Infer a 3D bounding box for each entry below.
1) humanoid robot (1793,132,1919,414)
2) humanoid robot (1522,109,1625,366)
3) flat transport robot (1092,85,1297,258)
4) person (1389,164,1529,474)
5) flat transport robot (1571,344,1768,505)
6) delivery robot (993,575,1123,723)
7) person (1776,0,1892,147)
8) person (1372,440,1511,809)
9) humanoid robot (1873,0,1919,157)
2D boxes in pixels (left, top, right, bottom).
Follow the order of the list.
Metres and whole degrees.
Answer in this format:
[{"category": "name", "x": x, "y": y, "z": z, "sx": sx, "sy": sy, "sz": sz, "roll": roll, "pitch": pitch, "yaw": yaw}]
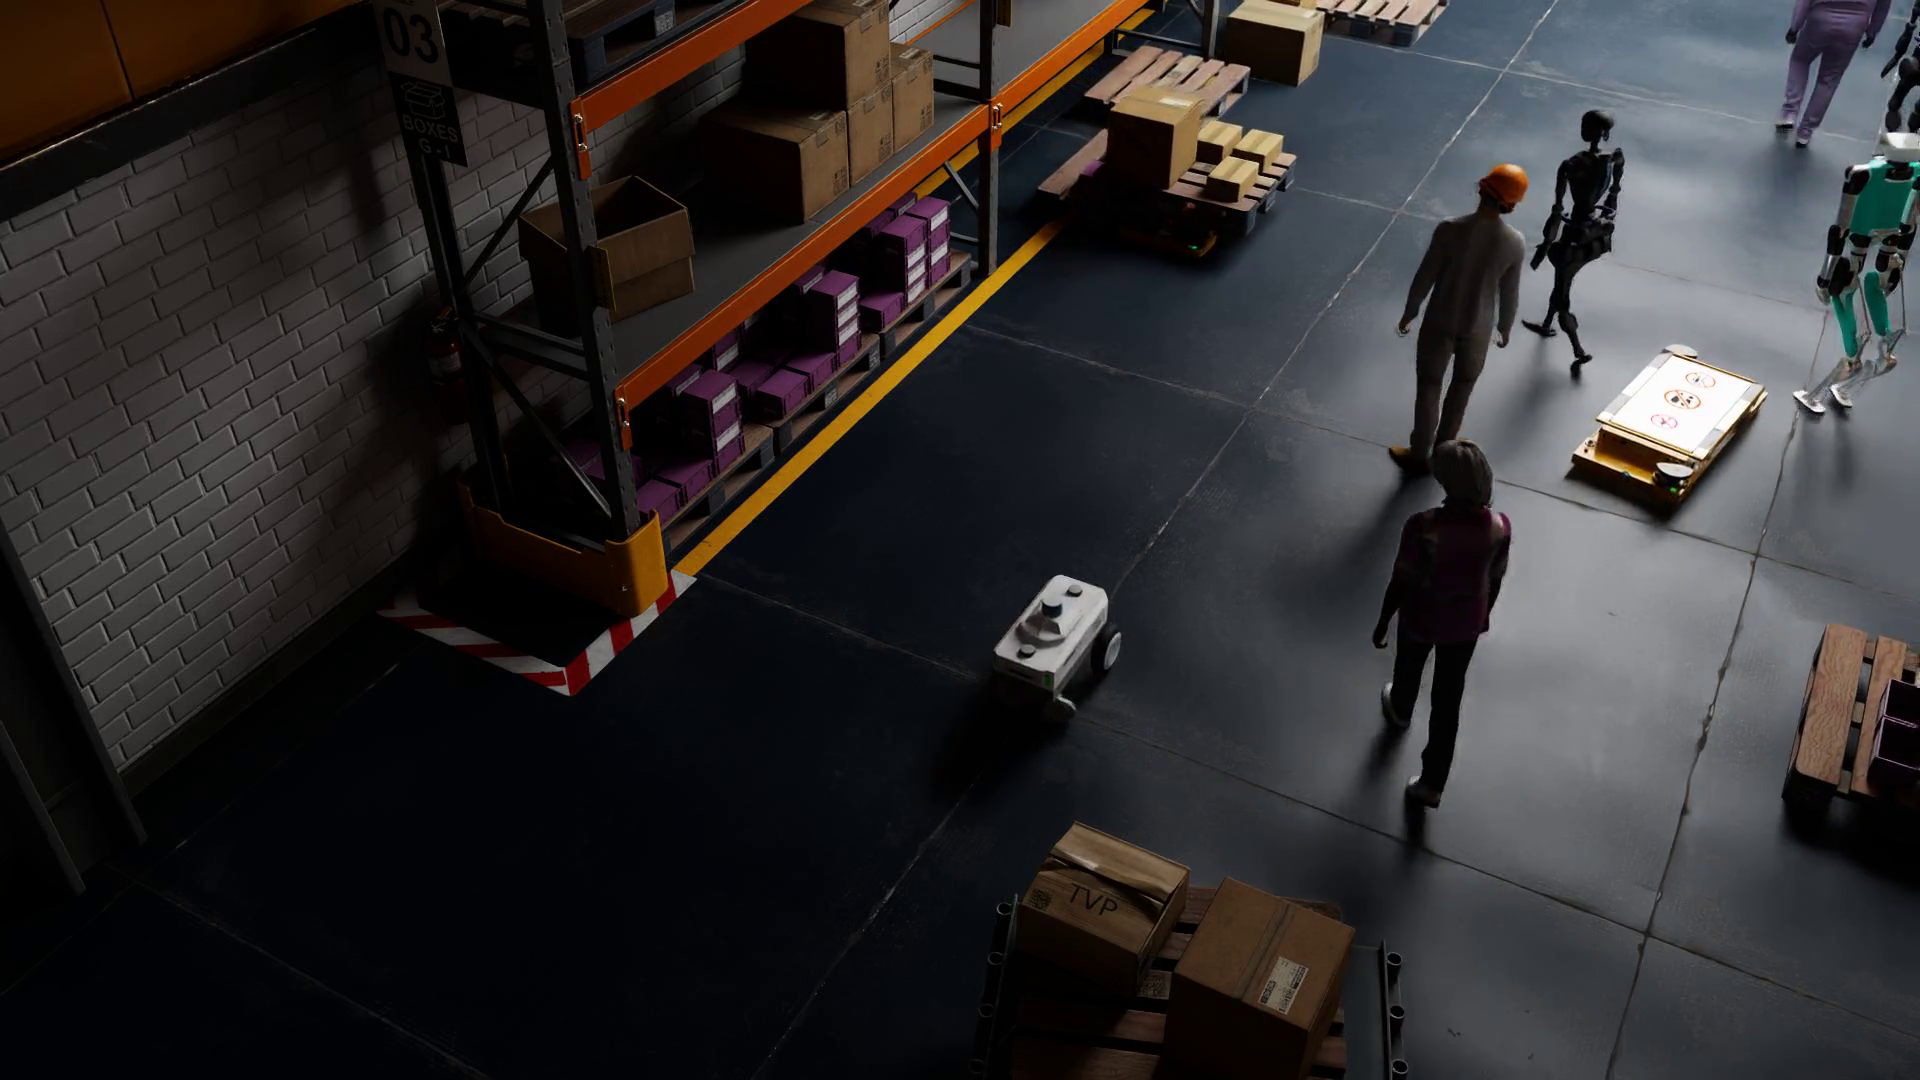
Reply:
[{"category": "humanoid robot", "x": 5.436, "y": -1.476, "z": 9.876, "sx": 0.531, "sy": 1.784, "sz": 0.714, "roll": -5, "pitch": 39, "yaw": -6}, {"category": "humanoid robot", "x": 3.958, "y": -1.904, "z": 10.526, "sx": 0.610, "sy": 1.648, "sz": 0.710, "roll": -18, "pitch": 42, "yaw": -21}, {"category": "flat transport robot", "x": 1.770, "y": -2.546, "z": 12.402, "sx": 0.659, "sy": 0.231, "sz": 1.431, "roll": 19, "pitch": 42, "yaw": 22}, {"category": "person", "x": 2.845, "y": -1.241, "z": 9.510, "sx": 0.641, "sy": 1.854, "sz": 0.535, "roll": 7, "pitch": 39, "yaw": 8}, {"category": "flat transport robot", "x": 4.349, "y": -0.729, "z": 10.131, "sx": 0.659, "sy": 0.231, "sz": 1.431, "roll": 28, "pitch": 46, "yaw": 30}, {"category": "delivery robot", "x": 0.473, "y": 0.511, "z": 8.366, "sx": 0.500, "sy": 0.612, "sz": 0.784, "roll": 19, "pitch": 43, "yaw": 23}, {"category": "person", "x": 6.817, "y": -4.024, "z": 12.952, "sx": 0.665, "sy": 1.887, "sz": 0.525, "roll": 13, "pitch": 40, "yaw": 16}, {"category": "person", "x": 2.168, "y": 0.368, "z": 7.535, "sx": 0.553, "sy": 1.809, "sz": 0.900, "roll": 3, "pitch": 39, "yaw": 4}, {"category": "humanoid robot", "x": 7.425, "y": -3.703, "z": 12.719, "sx": 0.585, "sy": 1.646, "sz": 0.327, "roll": -3, "pitch": 39, "yaw": -4}]
